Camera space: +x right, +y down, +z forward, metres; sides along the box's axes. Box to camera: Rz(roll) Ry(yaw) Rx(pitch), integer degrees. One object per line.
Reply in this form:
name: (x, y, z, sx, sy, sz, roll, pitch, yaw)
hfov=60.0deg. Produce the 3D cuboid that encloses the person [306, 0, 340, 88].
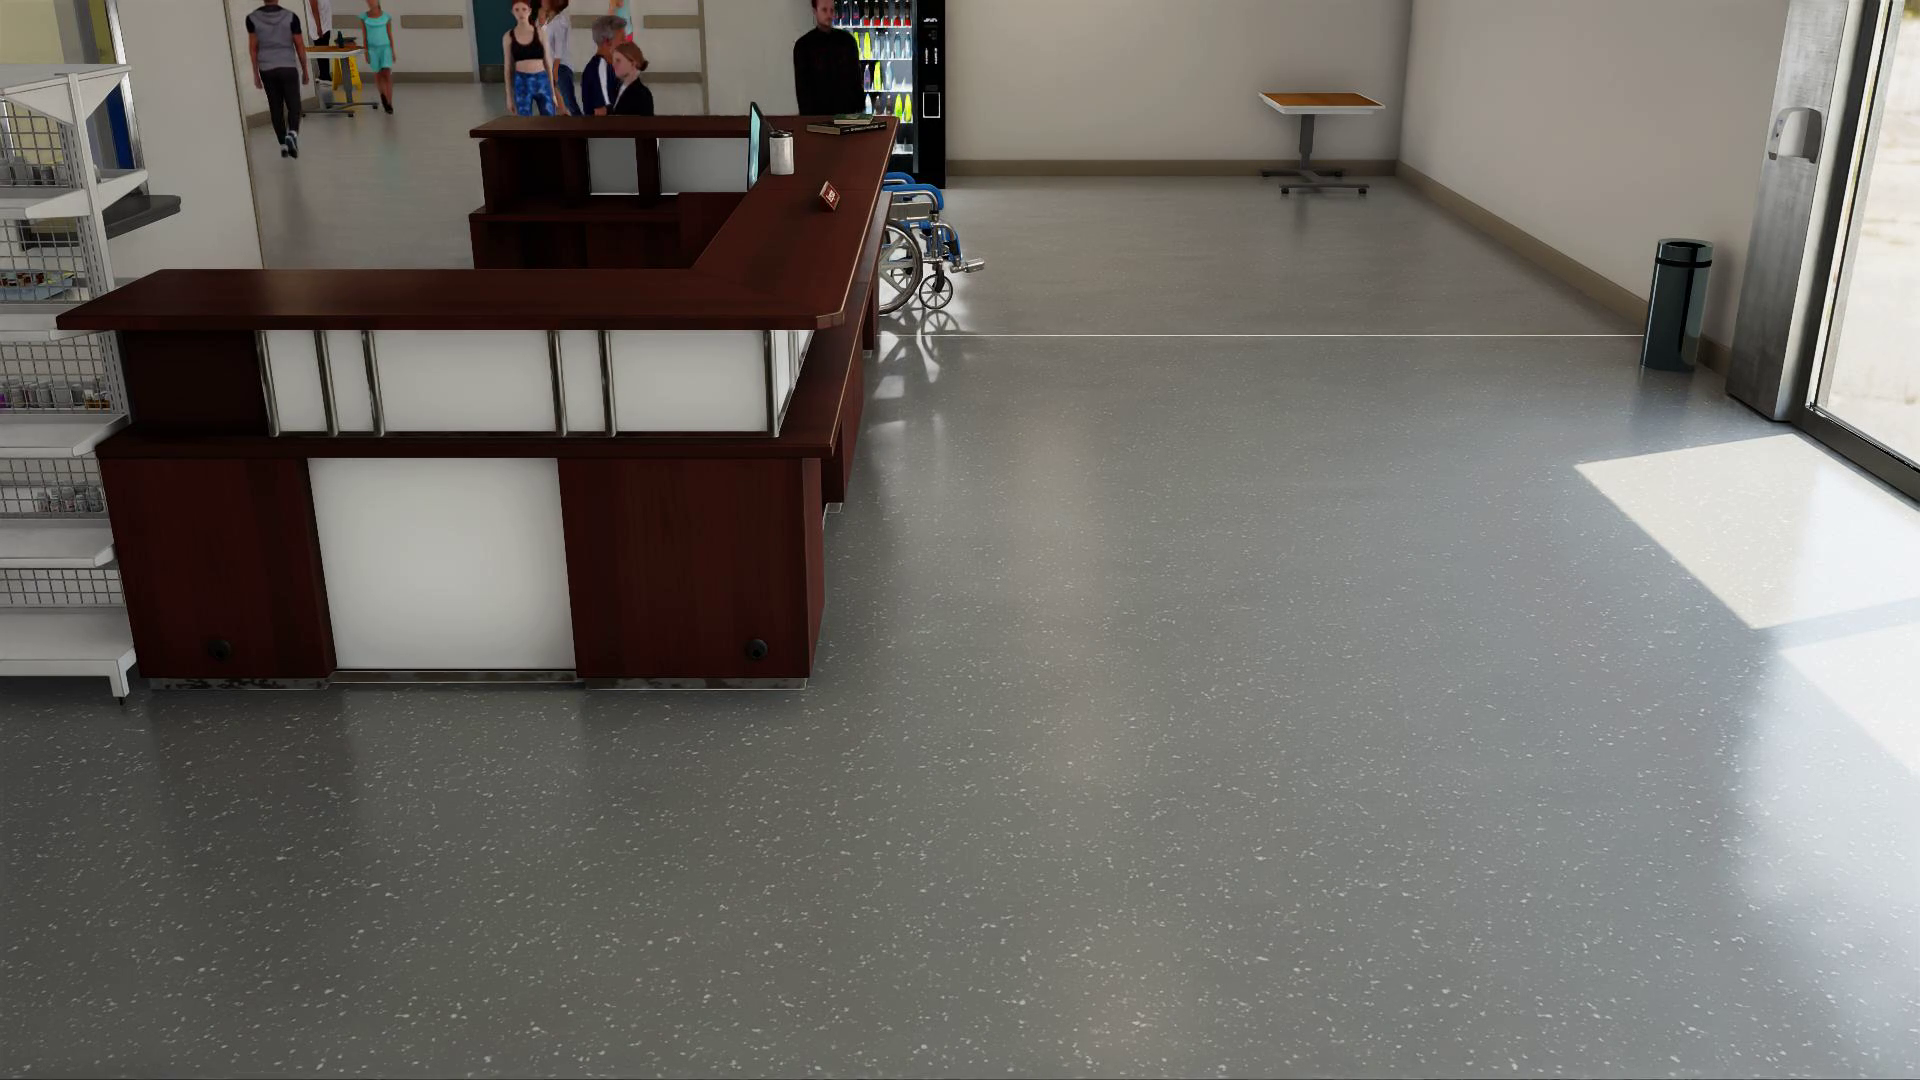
person: (-9.536, -7.647, 24.822, 0.719, 1.688, 0.736, -7, 22, -18)

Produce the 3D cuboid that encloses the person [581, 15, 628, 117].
person: (-2.605, -2.756, 11.772, 1.130, 1.783, 0.893, -9, 22, -22)

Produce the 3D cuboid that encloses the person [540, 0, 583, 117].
person: (-4.360, -5.242, 18.466, 0.961, 1.692, 0.882, -16, 26, -35)

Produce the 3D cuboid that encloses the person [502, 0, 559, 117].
person: (-3.883, -4.009, 15.080, 0.688, 1.784, 0.765, -7, 22, -17)

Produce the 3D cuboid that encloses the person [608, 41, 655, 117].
person: (-2.099, -2.482, 11.232, 1.142, 1.653, 0.928, -10, 23, -25)

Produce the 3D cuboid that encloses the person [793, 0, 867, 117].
person: (-1.053, -3.337, 13.188, 1.252, 1.867, 1.160, -11, 24, -28)

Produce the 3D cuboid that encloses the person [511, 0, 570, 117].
person: (-4.847, -5.629, 19.399, 1.224, 1.755, 1.031, -13, 24, -30)

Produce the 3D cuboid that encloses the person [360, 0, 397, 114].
person: (-7.484, -6.286, 21.446, 0.993, 1.533, 0.767, -5, 21, -14)

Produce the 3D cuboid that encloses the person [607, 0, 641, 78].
person: (-4.414, -6.674, 22.171, 0.994, 1.745, 0.700, 1, 21, 3)

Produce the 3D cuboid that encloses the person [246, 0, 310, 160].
person: (-7.022, -4.793, 17.127, 1.139, 1.800, 0.942, -5, 21, -13)
